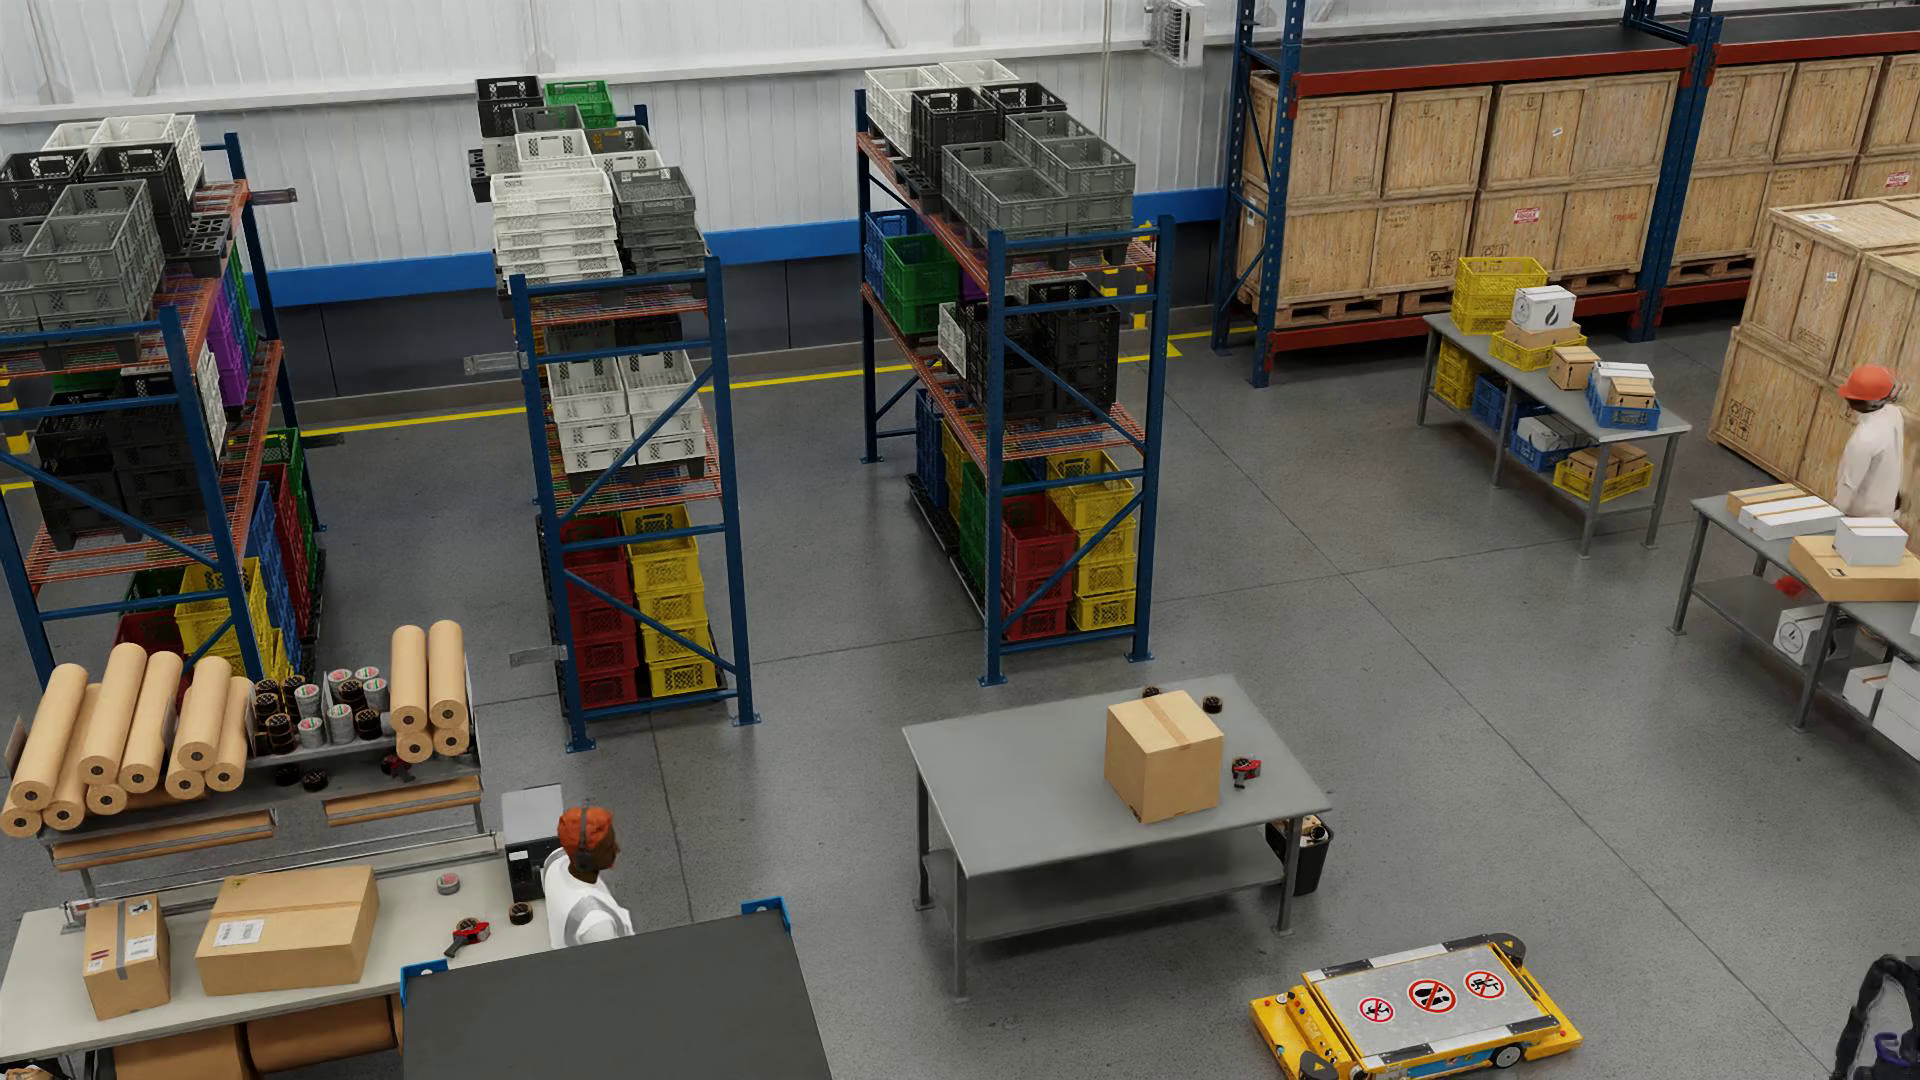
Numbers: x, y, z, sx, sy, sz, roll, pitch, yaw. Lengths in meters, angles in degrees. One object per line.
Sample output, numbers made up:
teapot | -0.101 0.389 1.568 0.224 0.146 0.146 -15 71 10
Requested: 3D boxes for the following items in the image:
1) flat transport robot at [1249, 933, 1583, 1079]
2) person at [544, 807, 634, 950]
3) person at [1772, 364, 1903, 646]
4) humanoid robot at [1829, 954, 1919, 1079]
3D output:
flat transport robot | 2.184 2.282 7.980 1.431 0.197 0.652 -8 30 -14
person | -1.518 1.909 7.012 0.350 1.881 0.575 -16 33 -27
person | 5.918 -0.259 10.923 1.008 1.914 0.664 20 35 32
humanoid robot | 3.865 2.156 6.778 0.573 1.635 0.429 10 30 17
